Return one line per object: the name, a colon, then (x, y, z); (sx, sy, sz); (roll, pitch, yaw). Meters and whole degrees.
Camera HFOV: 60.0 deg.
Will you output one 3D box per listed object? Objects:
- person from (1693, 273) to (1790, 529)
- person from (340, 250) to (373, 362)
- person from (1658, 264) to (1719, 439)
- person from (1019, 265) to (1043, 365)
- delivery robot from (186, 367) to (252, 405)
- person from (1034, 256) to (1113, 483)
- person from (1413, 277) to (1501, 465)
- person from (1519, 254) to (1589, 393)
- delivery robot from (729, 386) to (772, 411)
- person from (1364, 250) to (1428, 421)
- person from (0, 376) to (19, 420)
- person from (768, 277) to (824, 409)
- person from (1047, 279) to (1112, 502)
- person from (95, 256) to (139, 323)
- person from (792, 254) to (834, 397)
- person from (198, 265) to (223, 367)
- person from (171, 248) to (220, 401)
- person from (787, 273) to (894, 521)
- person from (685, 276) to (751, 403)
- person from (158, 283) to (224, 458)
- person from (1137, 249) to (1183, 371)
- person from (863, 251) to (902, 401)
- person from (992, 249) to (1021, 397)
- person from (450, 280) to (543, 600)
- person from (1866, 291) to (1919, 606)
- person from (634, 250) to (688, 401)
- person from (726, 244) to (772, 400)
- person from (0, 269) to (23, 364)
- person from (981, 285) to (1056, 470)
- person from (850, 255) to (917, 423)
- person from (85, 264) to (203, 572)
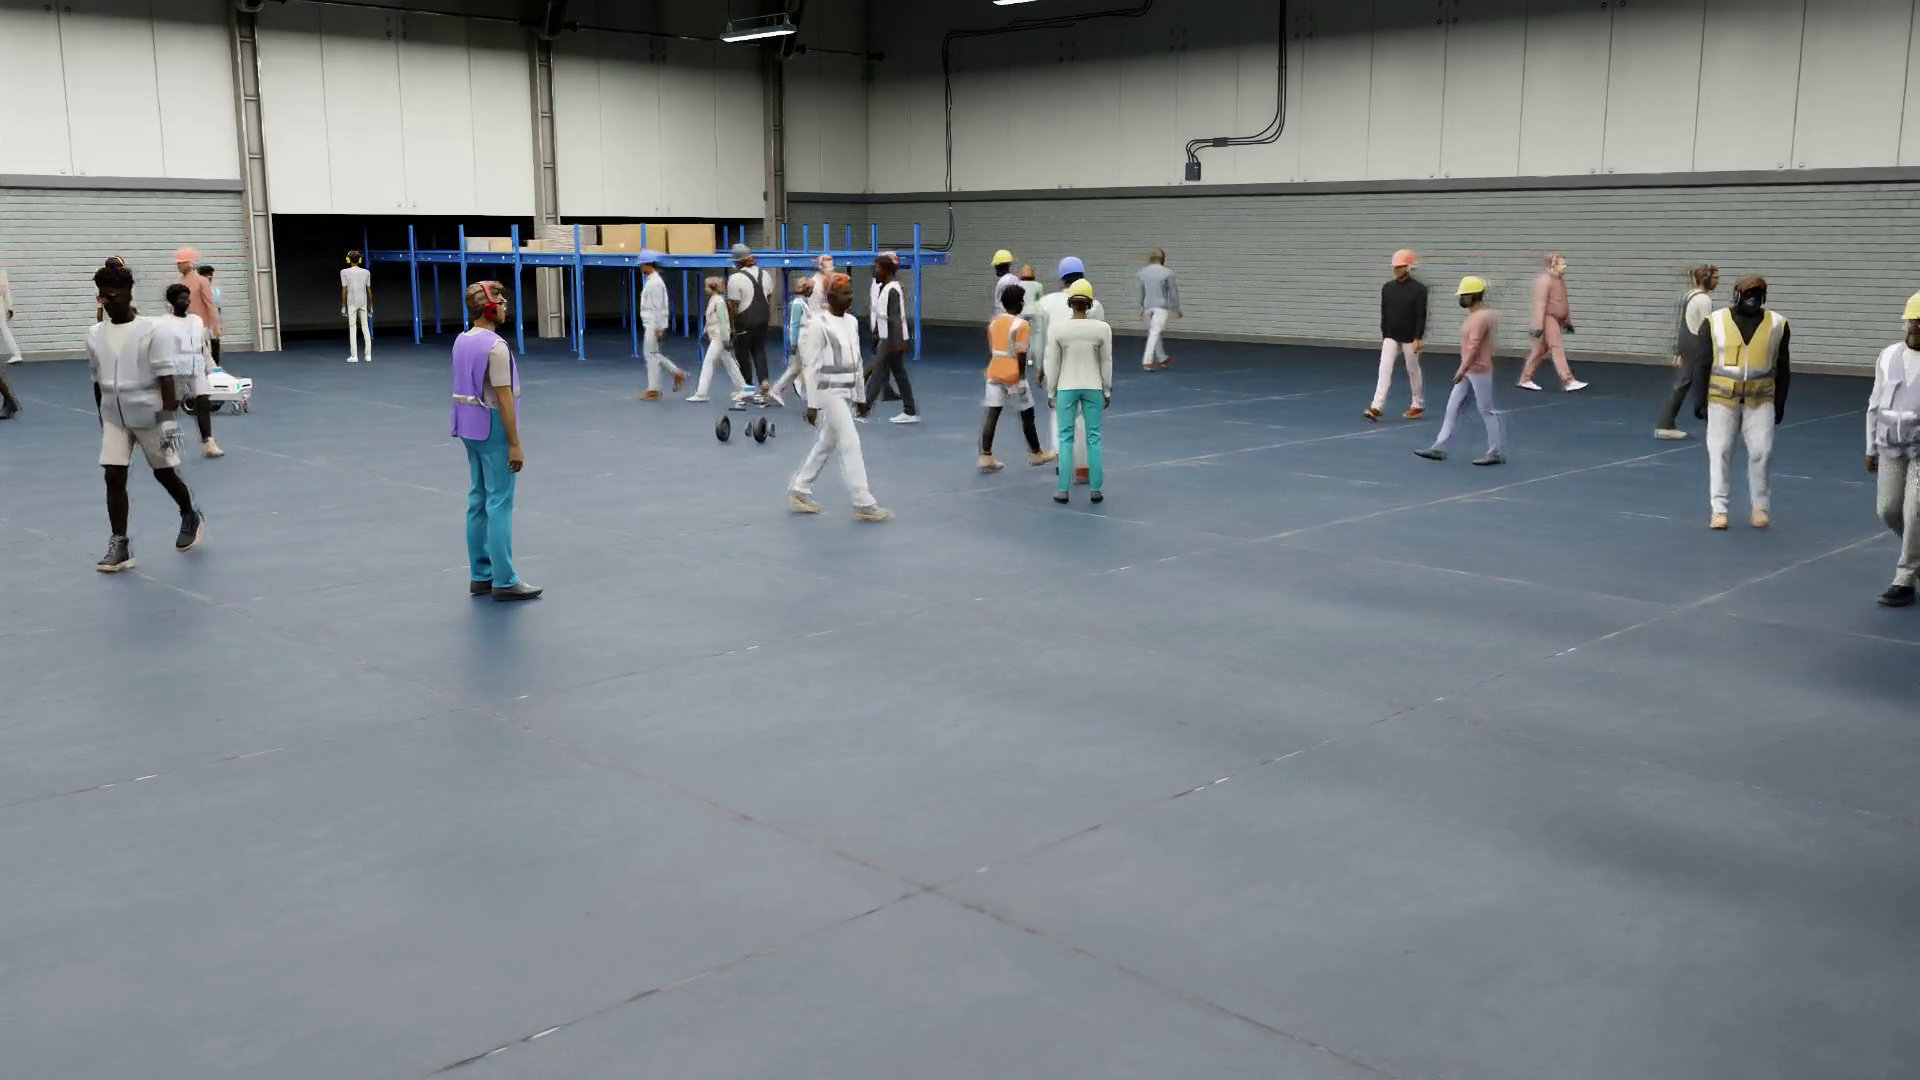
person: (5.654, -1.004, 12.068); (0.650, 1.839, 0.463); (4, 11, 19)
person: (-10.144, -3.929, 27.955); (0.519, 1.865, 0.318); (-8, 13, -37)
person: (7.748, -1.938, 17.249); (0.919, 1.802, 0.528); (2, 11, 11)
person: (1.107, -3.665, 27.147); (0.519, 1.628, 0.352); (0, 10, 2)
delivery robot: (-8.855, -1.821, 19.874); (0.707, 0.478, 0.477); (1, 11, 6)
person: (0.966, -1.461, 14.293); (0.675, 1.930, 0.428); (6, 12, 31)
person: (4.645, -1.550, 15.346); (0.852, 1.726, 0.527); (0, 10, 0)
person: (8.066, -2.935, 22.529); (0.990, 1.854, 0.660); (7, 13, 35)
delivery robot: (-2.205, -1.495, 17.388); (0.335, 0.223, 0.698); (3, 11, 14)
person: (5.041, -2.332, 19.026); (1.017, 1.938, 0.641); (-10, 14, -43)
person: (-11.169, -2.272, 18.882); (0.550, 1.882, 1.015); (2, 11, 9)
person: (-2.008, -2.424, 20.411); (0.760, 1.610, 0.517); (1, 10, 3)
person: (0.946, -1.183, 13.230); (0.525, 1.769, 0.316); (0, 10, -2)
person: (-9.815, -2.379, 19.479); (0.513, 1.867, 0.328); (0, 10, 2)
person: (-1.795, -2.698, 21.188); (0.757, 1.878, 0.657); (2, 11, 11)
person: (-11.102, -3.205, 24.452); (0.518, 1.685, 0.534); (6, 12, 31)
person: (-9.879, -2.759, 21.337); (0.651, 1.938, 1.040); (5, 12, 27)
person: (-0.945, -1.091, 12.545); (0.963, 1.839, 0.587); (5, 12, 26)
person: (-3.065, -2.551, 21.164); (0.842, 1.594, 0.496); (-2, 11, -12)
person: (-7.506, -1.637, 15.992); (0.845, 1.662, 0.538); (6, 12, 30)
person: (3.154, -3.628, 26.221); (0.651, 1.886, 1.024); (9, 14, 42)
person: (-1.065, -2.728, 21.253); (0.733, 1.918, 0.561); (-5, 12, -26)
person: (0.603, -2.874, 22.022); (0.387, 1.928, 0.595); (3, 11, 18)
person: (-2.753, -0.582, 9.723); (0.389, 1.850, 0.567); (-10, 14, -42)
person: (5.608, -0.552, 9.690); (0.714, 1.813, 0.601); (-6, 12, -31)
person: (-3.893, -2.782, 21.517); (0.597, 1.928, 0.663); (-2, 11, -11)
person: (-2.723, -2.813, 21.481); (0.620, 2.000, 0.767); (8, 13, 39)
person: (-15.820, -3.796, 27.182); (0.680, 1.875, 0.415); (-9, 13, -39)
person: (0.516, -1.472, 15.070); (0.845, 1.651, 0.550); (-9, 14, -40)
person: (-0.920, -2.254, 18.756); (0.948, 1.872, 0.627); (-2, 11, -9)
person: (-5.316, -0.818, 10.799); (0.613, 1.937, 0.922); (1, 10, 4)
